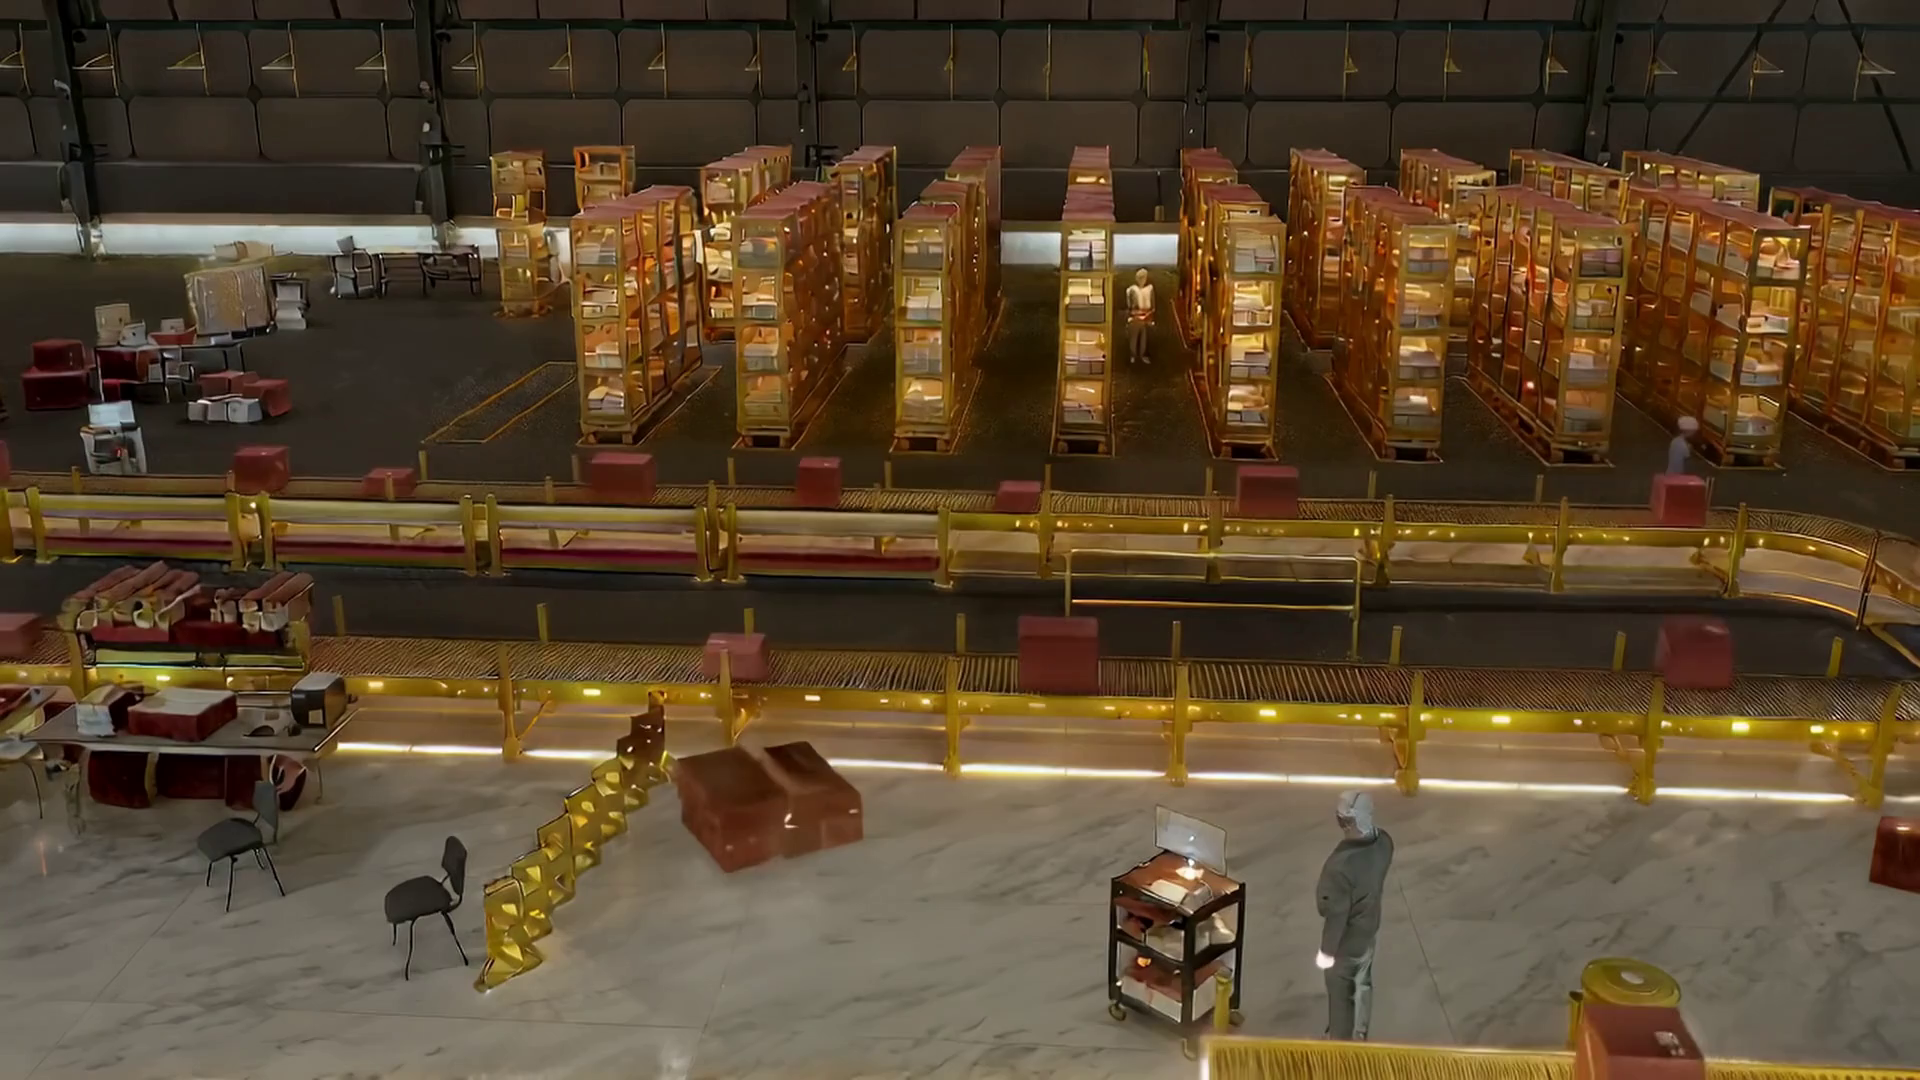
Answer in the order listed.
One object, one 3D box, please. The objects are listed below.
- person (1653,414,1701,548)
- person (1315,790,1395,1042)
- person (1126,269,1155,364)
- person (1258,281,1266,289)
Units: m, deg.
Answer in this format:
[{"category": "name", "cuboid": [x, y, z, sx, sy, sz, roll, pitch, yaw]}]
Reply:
[{"category": "person", "cuboid": [9.177, -0.728, 21.008, 0.702, 1.743, 0.531, 3, 18, 10]}, {"category": "person", "cuboid": [2.460, 2.472, 10.589, 0.410, 1.913, 0.643, 13, 22, 36]}, {"category": "person", "cuboid": [3.516, -4.356, 32.381, 0.588, 1.833, 0.404, -4, 18, -14]}, {"category": "person", "cuboid": [6.408, -5.555, 35.937, 0.393, 1.985, 0.610, -3, 18, -8]}]
